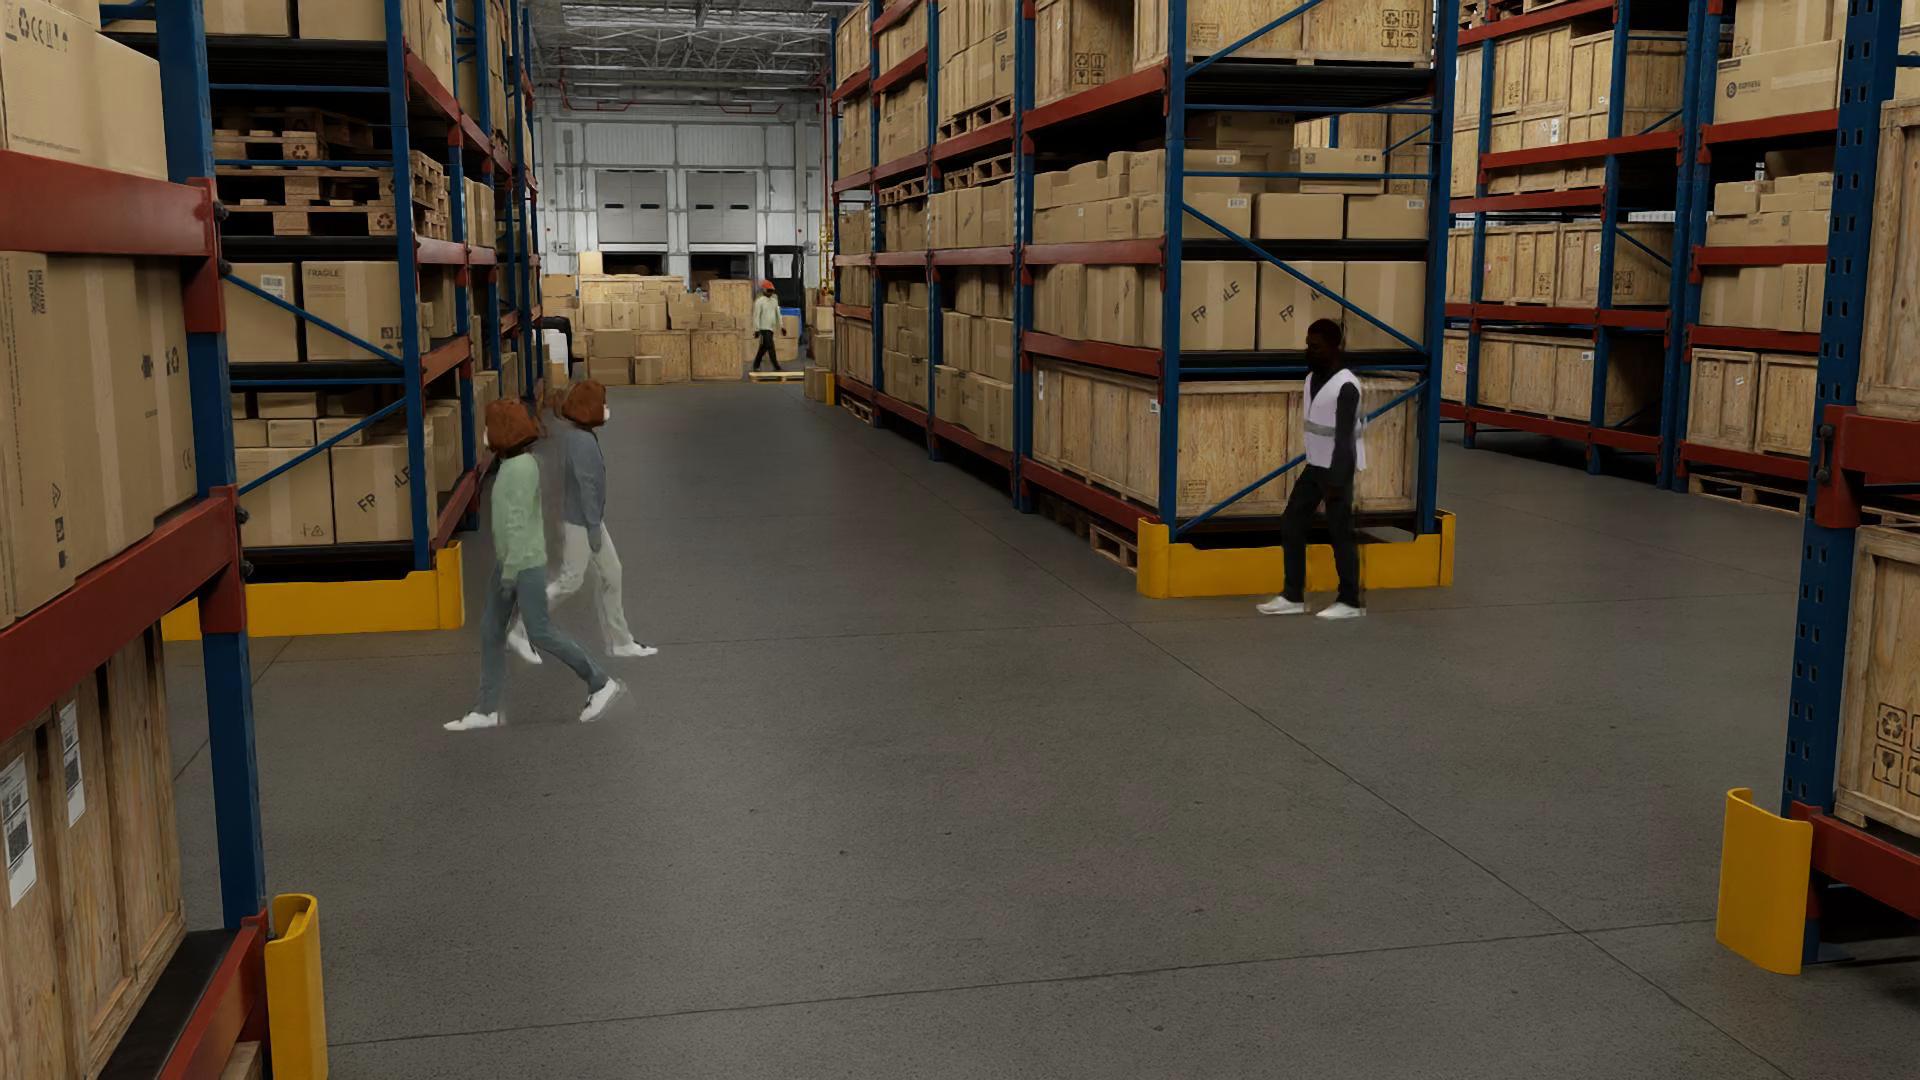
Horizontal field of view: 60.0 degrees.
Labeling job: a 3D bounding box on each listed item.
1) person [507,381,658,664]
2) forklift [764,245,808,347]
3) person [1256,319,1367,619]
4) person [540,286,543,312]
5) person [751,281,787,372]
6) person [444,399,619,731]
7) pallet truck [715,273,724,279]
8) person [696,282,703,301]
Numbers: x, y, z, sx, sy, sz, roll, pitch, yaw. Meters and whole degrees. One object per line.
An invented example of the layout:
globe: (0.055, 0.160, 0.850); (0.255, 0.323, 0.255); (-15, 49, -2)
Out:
person: (-2.161, -0.096, 9.311); (0.806, 1.599, 0.510); (-2, 10, -11)
forklift: (-4.934, -6.796, 46.247); (1.129, 2.768, 1.873); (0, 9, 3)
person: (2.205, -0.426, 10.415); (0.787, 1.889, 0.625); (-2, 10, -15)
person: (-13.401, -7.345, 52.456); (0.632, 1.938, 0.359); (3, 10, 20)
person: (-4.017, -4.393, 34.478); (1.038, 1.952, 0.623); (6, 11, 31)
person: (-2.066, 0.119, 7.988); (0.783, 1.603, 0.509); (-5, 10, -26)
pallet truck: (-8.580, -8.986, 62.280); (1.885, 1.965, 0.823); (1, 9, 5)
person: (-10.584, -9.671, 67.550); (0.309, 1.637, 0.518); (-2, 9, -11)
